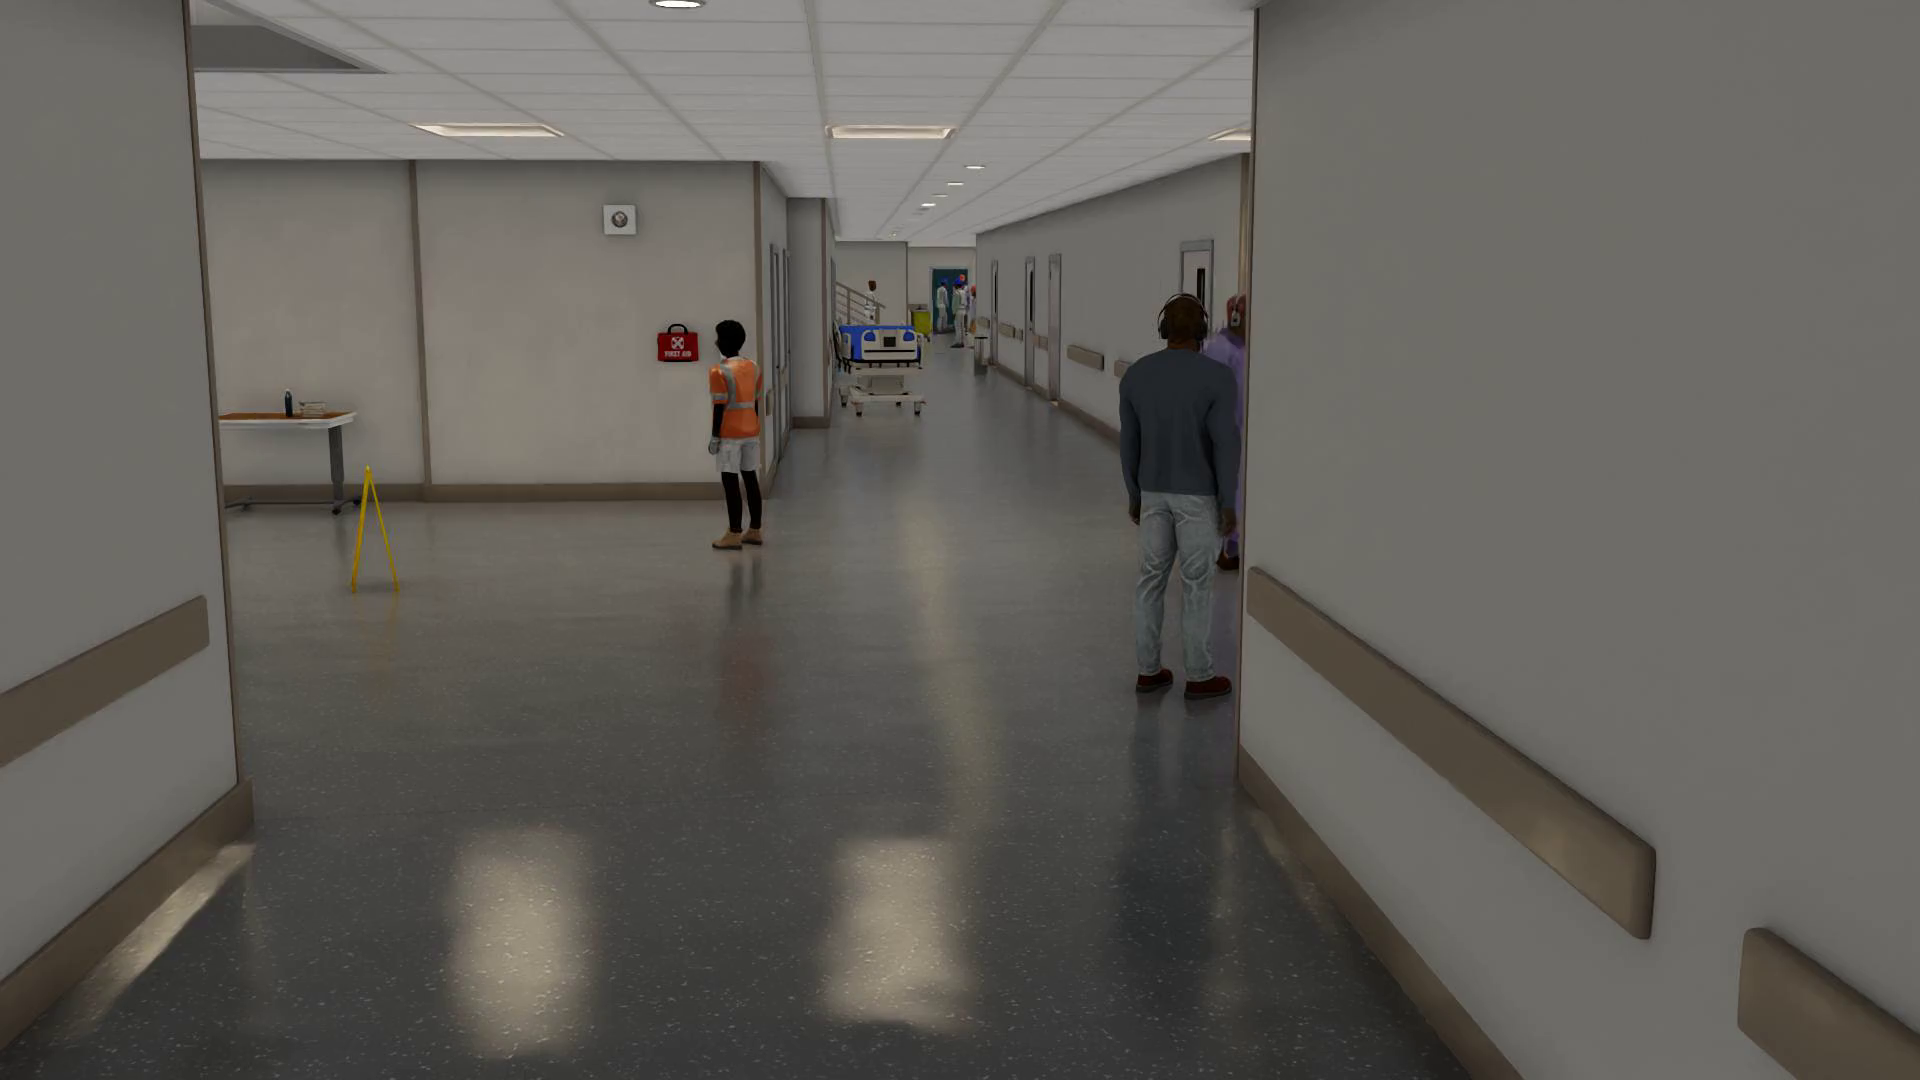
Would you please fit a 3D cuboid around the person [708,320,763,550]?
[{"bbox_3d":[-1.666,-0.777,12.309,0.317,1.696,0.540,6,11,31],"label":"person"}]

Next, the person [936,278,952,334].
[{"bbox_3d":[-0.501,-8.036,57.174,0.757,1.920,0.617,-4,10,-21],"label":"person"}]

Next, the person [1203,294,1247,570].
[{"bbox_3d":[1.905,-0.720,11.322,0.431,1.894,0.670,5,11,31],"label":"person"}]

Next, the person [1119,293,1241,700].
[{"bbox_3d":[1.054,-0.204,7.958,0.630,1.940,0.371,7,11,36],"label":"person"}]

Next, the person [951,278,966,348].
[{"bbox_3d":[-0.039,-6.345,46.477,0.381,1.951,0.605,4,10,23],"label":"person"}]

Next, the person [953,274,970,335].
[{"bbox_3d":[0.056,-7.980,56.442,0.606,2.047,0.368,-1,9,-6],"label":"person"}]

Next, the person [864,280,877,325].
[{"bbox_3d":[-2.552,-6.471,47.517,0.356,1.876,0.575,-1,9,-4],"label":"person"}]
